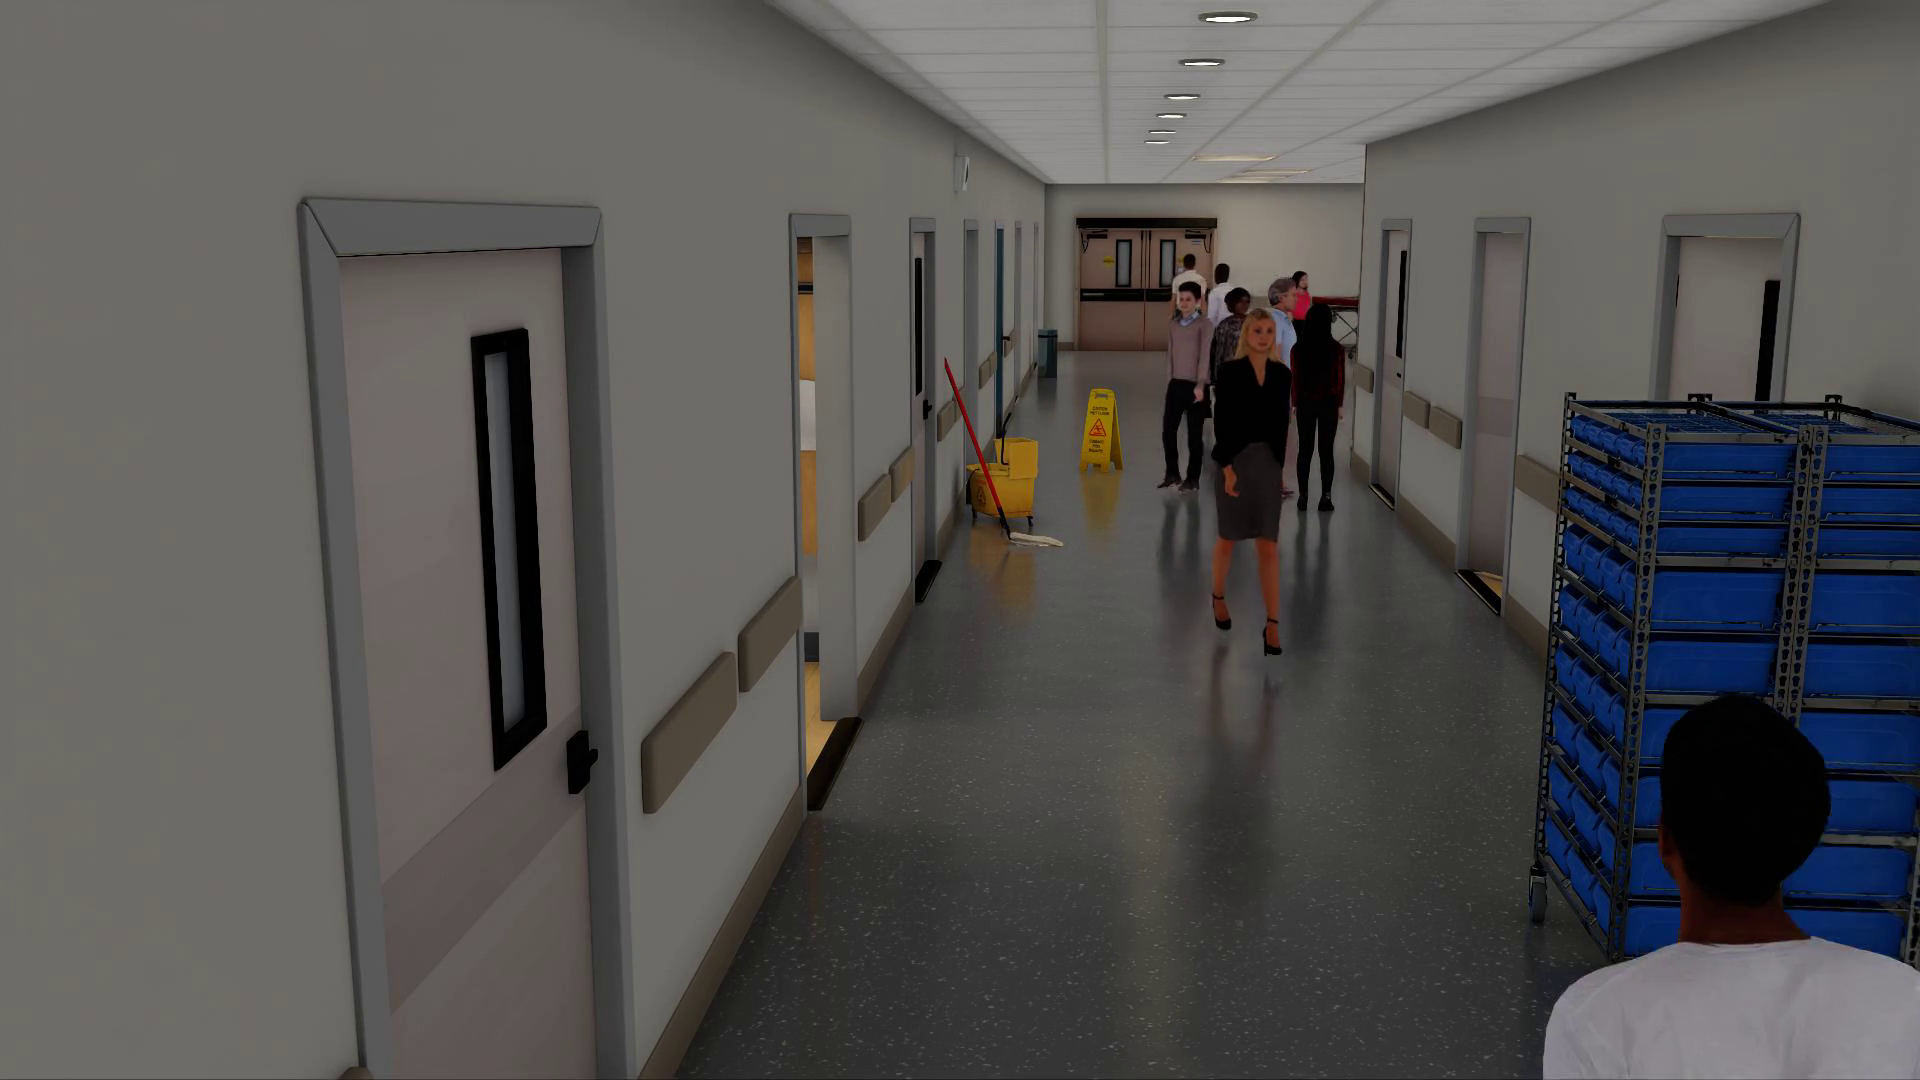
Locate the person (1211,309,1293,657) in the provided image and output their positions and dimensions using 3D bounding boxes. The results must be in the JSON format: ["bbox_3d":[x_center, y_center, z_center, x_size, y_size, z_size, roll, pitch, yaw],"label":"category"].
[{"bbox_3d":[1.503,-0.299,8.913,0.805,1.795,1.192,-2,11,-9],"label":"person"}]

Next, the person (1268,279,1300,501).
[{"bbox_3d":[2.641,-1.275,13.969,0.780,1.828,0.617,5,12,25],"label":"person"}]

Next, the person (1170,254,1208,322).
[{"bbox_3d":[3.351,-3.263,24.509,0.697,1.804,1.209,2,11,8],"label":"person"}]

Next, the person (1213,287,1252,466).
[{"bbox_3d":[2.527,-1.436,15.173,0.698,1.695,0.884,-2,11,-9],"label":"person"}]

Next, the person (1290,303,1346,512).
[{"bbox_3d":[2.856,-1.060,13.291,0.627,1.658,0.578,3,11,17],"label":"person"}]

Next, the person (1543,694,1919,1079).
[{"bbox_3d":[0.925,1.080,1.929,0.649,1.690,1.126,1,11,5],"label":"person"}]

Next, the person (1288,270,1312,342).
[{"bbox_3d":[4.543,-2.815,22.574,0.886,1.645,0.961,-8,14,-37],"label":"person"}]

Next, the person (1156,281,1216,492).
[{"bbox_3d":[2.007,-1.298,14.195,0.777,1.789,0.835,8,14,38],"label":"person"}]
